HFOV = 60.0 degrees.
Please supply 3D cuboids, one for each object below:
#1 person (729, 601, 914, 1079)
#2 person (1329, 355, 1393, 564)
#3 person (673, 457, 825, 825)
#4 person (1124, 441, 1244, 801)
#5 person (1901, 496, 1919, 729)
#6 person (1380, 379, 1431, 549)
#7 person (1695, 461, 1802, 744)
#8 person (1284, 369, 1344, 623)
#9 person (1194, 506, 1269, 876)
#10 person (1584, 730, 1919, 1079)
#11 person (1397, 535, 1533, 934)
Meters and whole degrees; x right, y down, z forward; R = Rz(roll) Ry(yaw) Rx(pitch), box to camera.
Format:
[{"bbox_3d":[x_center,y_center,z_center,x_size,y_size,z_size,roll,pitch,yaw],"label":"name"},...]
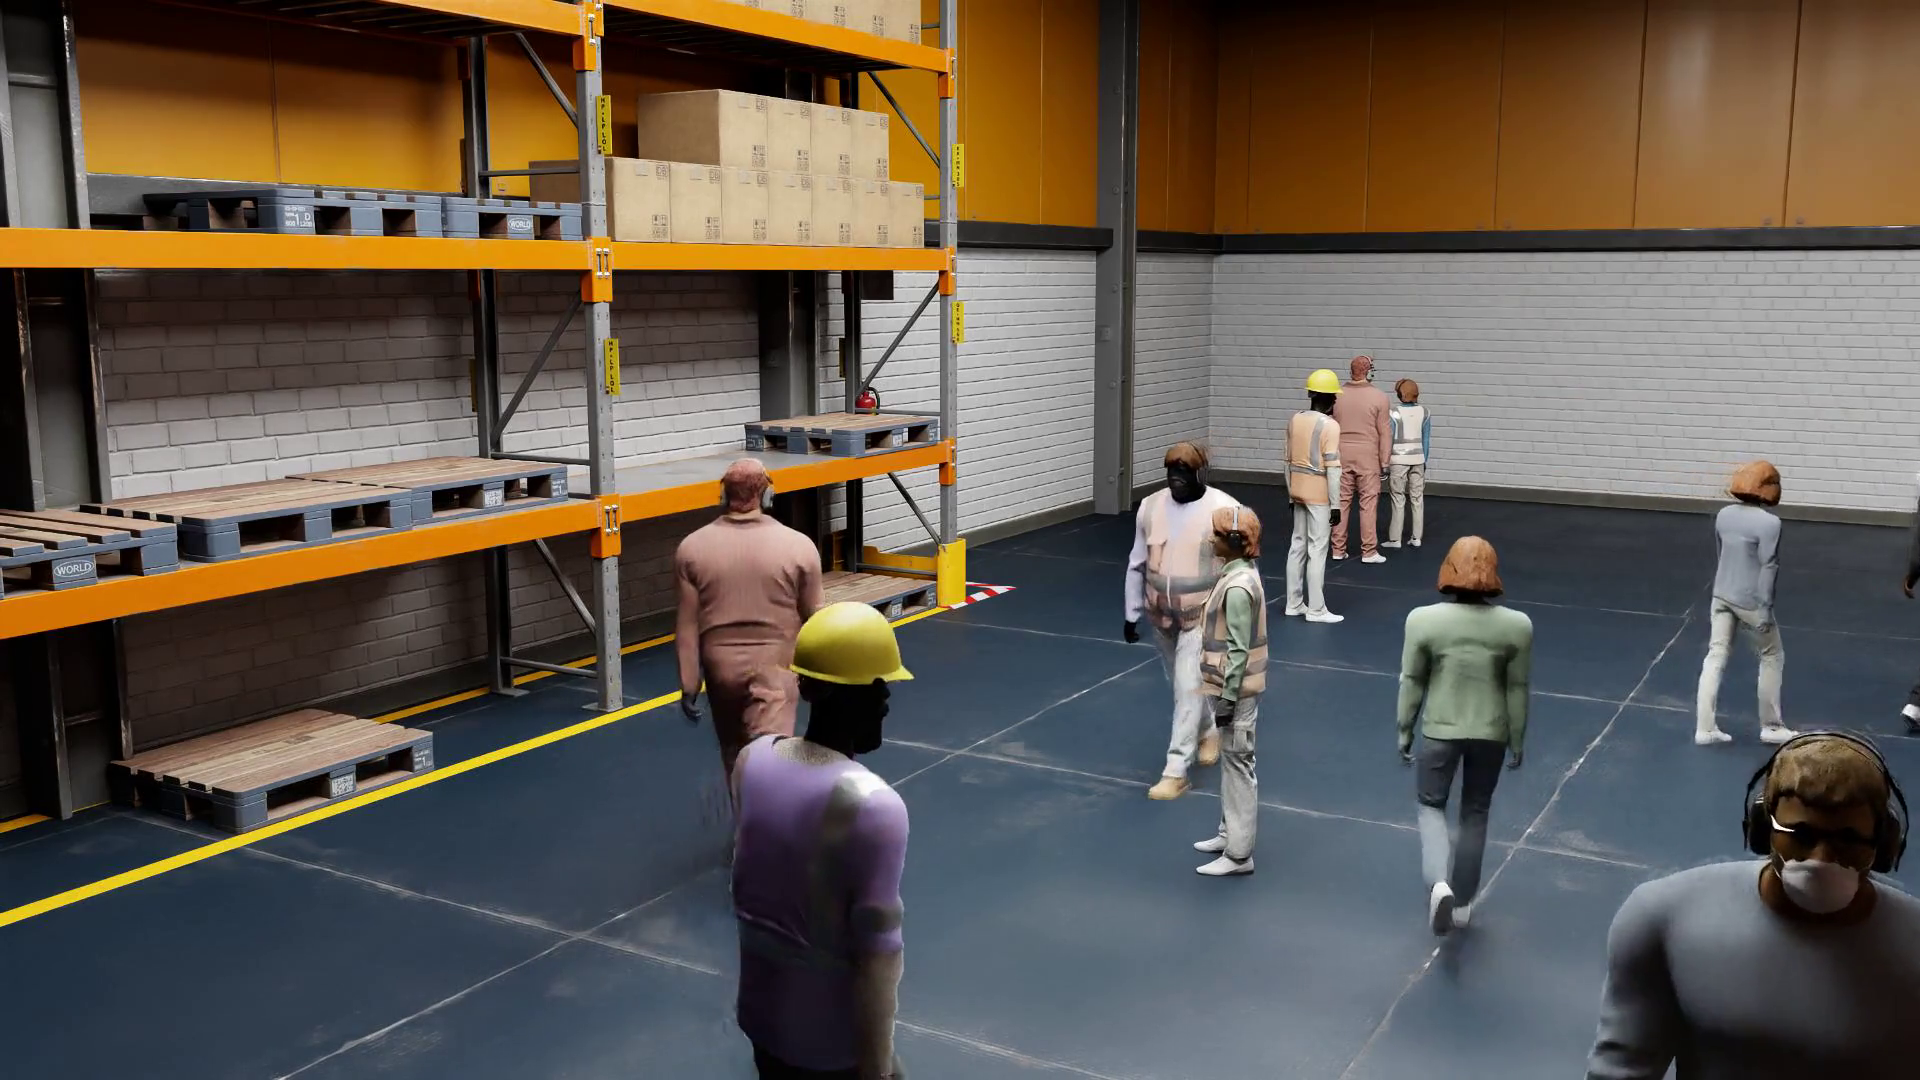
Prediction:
[{"bbox_3d":[-0.304,1.087,3.853,0.603,1.913,0.422,9,13,44],"label":"person"},{"bbox_3d":[3.655,-0.732,15.210,0.647,1.908,0.409,7,11,37],"label":"person"},{"bbox_3d":[-0.904,0.571,7.268,0.649,1.866,1.015,0,9,3],"label":"person"},{"bbox_3d":[1.210,0.373,8.650,0.637,1.810,0.903,7,11,36],"label":"person"},{"bbox_3d":[5.815,0.175,9.686,0.943,1.867,0.610,-5,10,-30],"label":"person"},{"bbox_3d":[4.280,-0.726,15.993,0.514,1.642,0.310,-3,10,-19],"label":"person"},{"bbox_3d":[4.464,0.356,9.327,0.712,1.604,0.522,-3,9,-16],"label":"person"},{"bbox_3d":[2.711,-0.334,12.659,0.381,1.924,0.594,-4,10,-25],"label":"person"},{"bbox_3d":[1.205,0.660,7.349,0.307,1.641,0.514,1,9,8],"label":"person"},{"bbox_3d":[1.371,1.260,2.829,0.648,1.888,0.995,6,11,33],"label":"person"},{"bbox_3d":[1.998,0.792,6.603,0.504,1.619,0.554,2,9,11],"label":"person"}]
